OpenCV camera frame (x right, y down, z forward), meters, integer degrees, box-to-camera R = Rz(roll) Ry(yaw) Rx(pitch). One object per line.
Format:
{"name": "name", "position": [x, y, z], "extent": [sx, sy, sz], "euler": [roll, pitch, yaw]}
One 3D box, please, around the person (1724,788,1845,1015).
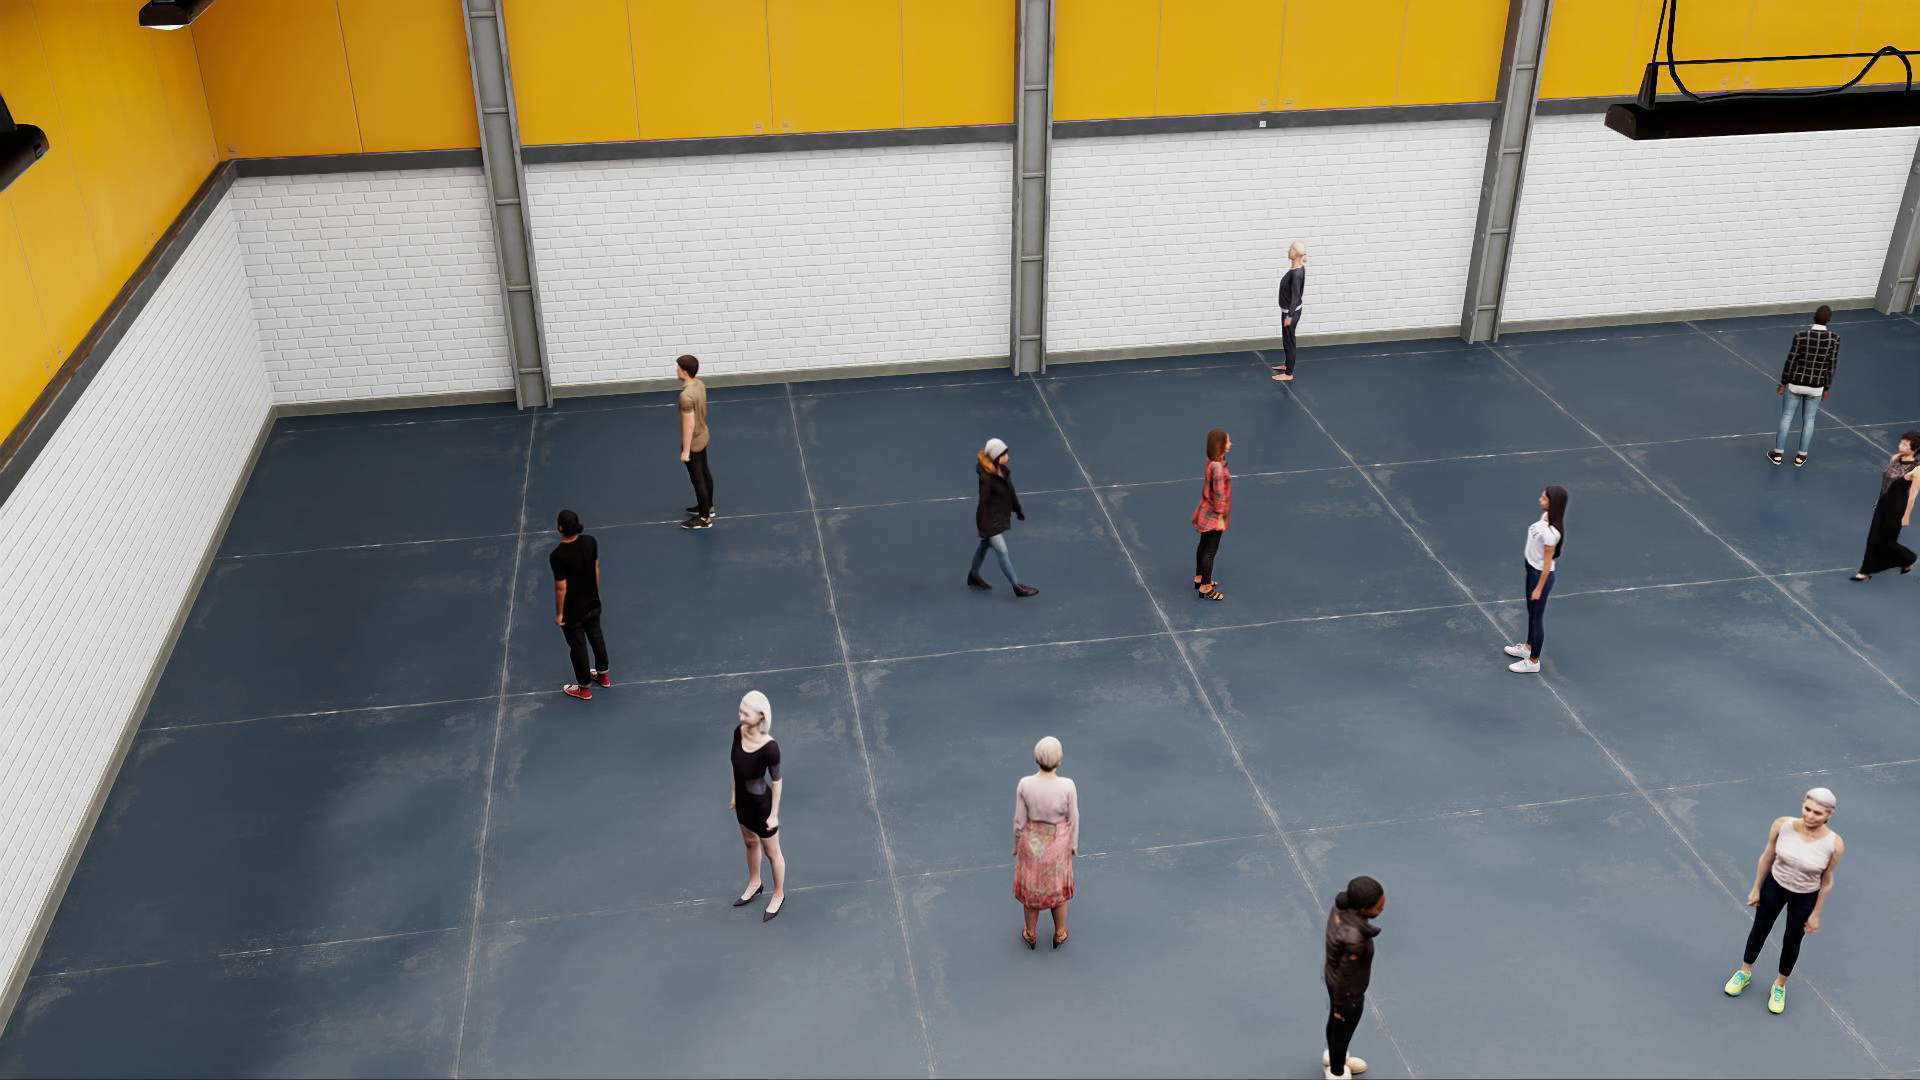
{"name": "person", "position": [5.411, 2.311, 10.841], "extent": [0.674, 1.703, 0.728], "euler": [20, 34, 32]}

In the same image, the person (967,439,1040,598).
{"name": "person", "position": [0.243, -0.219, 15.585], "extent": [1.090, 1.600, 0.932], "euler": [10, 30, 17]}

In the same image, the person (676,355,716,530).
{"name": "person", "position": [-2.673, -1.006, 16.765], "extent": [0.659, 1.851, 0.718], "euler": [2, 29, 5]}

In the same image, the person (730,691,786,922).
{"name": "person", "position": [-1.410, 1.835, 11.580], "extent": [0.649, 1.830, 0.698], "euler": [21, 35, 33]}

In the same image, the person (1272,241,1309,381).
{"name": "person", "position": [4.028, -2.806, 20.197], "extent": [0.641, 1.727, 0.666], "euler": [5, 29, 10]}

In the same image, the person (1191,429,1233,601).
{"name": "person", "position": [2.364, -0.256, 15.546], "extent": [0.586, 1.703, 0.635], "euler": [-1, 29, -2]}

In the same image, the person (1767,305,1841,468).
{"name": "person", "position": [9.162, -1.675, 18.026], "extent": [0.667, 1.820, 0.804], "euler": [9, 30, 16]}

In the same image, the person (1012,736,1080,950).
{"name": "person", "position": [0.577, 2.071, 11.293], "extent": [0.576, 1.691, 0.709], "euler": [1, 29, 2]}

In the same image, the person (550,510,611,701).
{"name": "person", "position": [-3.217, 0.528, 14.051], "extent": [0.781, 1.758, 0.720], "euler": [19, 34, 31]}

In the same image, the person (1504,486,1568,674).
{"name": "person", "position": [5.022, 0.333, 14.392], "extent": [0.643, 1.774, 0.661], "euler": [6, 29, 11]}

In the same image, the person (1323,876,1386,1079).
{"name": "person", "position": [2.342, 2.717, 10.141], "extent": [0.617, 1.659, 0.676], "euler": [-5, 29, -8]}

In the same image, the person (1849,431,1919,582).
{"name": "person", "position": [8.889, -0.293, 15.732], "extent": [0.805, 1.589, 0.612], "euler": [-2, 29, -4]}
